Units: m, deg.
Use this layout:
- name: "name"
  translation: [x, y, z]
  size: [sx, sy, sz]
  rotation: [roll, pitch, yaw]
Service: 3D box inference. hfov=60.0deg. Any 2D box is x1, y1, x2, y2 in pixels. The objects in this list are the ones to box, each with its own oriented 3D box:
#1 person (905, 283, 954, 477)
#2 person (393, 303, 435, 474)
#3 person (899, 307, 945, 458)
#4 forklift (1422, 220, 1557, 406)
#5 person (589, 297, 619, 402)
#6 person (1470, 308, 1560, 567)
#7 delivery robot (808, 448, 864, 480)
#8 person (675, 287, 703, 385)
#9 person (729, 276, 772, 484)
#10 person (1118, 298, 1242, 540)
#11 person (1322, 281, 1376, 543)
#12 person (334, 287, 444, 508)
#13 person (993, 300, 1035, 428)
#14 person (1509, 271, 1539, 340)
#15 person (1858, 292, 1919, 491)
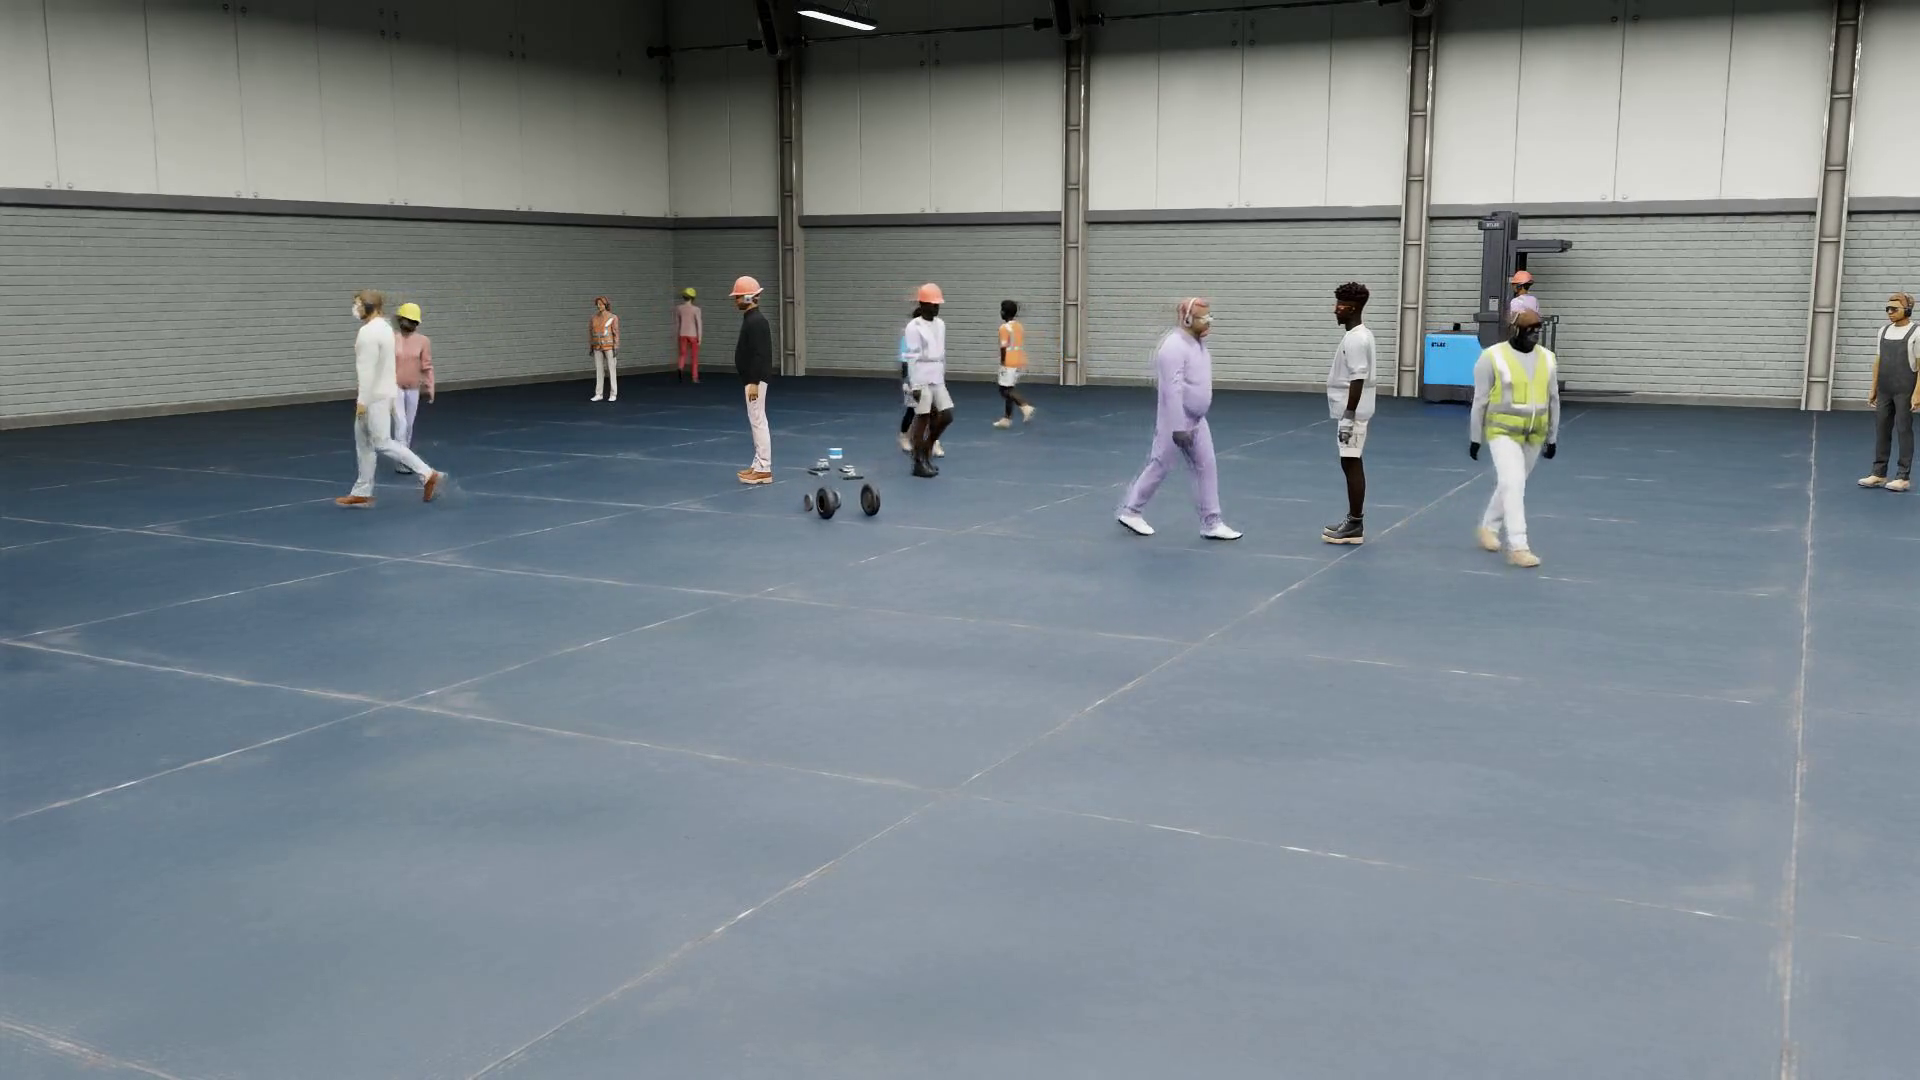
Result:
- name: "person"
  translation: [-0.309, -1.588, 16.581]
  size: [0.421, 1.917, 0.569]
  rotation: [7, 12, 38]
- name: "person"
  translation: [-5.564, -1.507, 16.678]
  size: [0.542, 1.722, 0.759]
  rotation: [-7, 12, -38]
- name: "person"
  translation: [-0.451, -1.776, 18.541]
  size: [0.538, 1.662, 0.845]
  rotation: [-5, 10, -27]
- name: "forklift"
  translation: [8.245, -3.527, 25.720]
  size: [1.873, 2.768, 1.129]
  rotation: [5, 10, 27]
- name: "person"
  translation: [-5.588, -2.996, 26.124]
  size: [0.514, 1.642, 0.310]
  rotation: [3, 10, 19]
- name: "person"
  translation: [3.957, -0.764, 11.914]
  size: [0.631, 1.798, 0.948]
  rotation: [-2, 10, -14]
- name: "delivery robot"
  translation: [-1.050, -0.660, 14.094]
  size: [0.335, 0.223, 0.698]
  rotation: [-5, 10, -29]
- name: "person"
  translation: [-4.896, -3.671, 29.946]
  size: [0.545, 1.752, 0.510]
  rotation: [2, 9, 13]
- name: "person"
  translation: [-2.024, -1.555, 16.156]
  size: [0.399, 1.989, 0.622]
  rotation: [-1, 9, -9]
- name: "person"
  translation: [1.655, -0.930, 12.758]
  size: [0.957, 1.855, 0.656]
  rotation: [6, 11, 34]
- name: "person"
  translation: [2.959, -0.968, 12.611]
  size: [0.361, 1.964, 0.616]
  rotation: [3, 10, 17]
- name: "person"
  translation: [-4.981, -1.225, 14.384]
  size: [0.872, 1.918, 0.634]
  rotation: [-2, 9, -12]
- name: "person"
  translation: [0.707, -2.277, 21.578]
  size: [0.583, 1.679, 0.541]
  rotation: [5, 10, 28]
- name: "person"
  translation: [8.057, -2.847, 23.966]
  size: [0.609, 2.043, 0.376]
  rotation: [-9, 13, -43]
- name: "person"
  translation: [8.786, -1.394, 15.611]
  size: [0.329, 1.844, 0.509]
  rotation: [-4, 10, -21]
